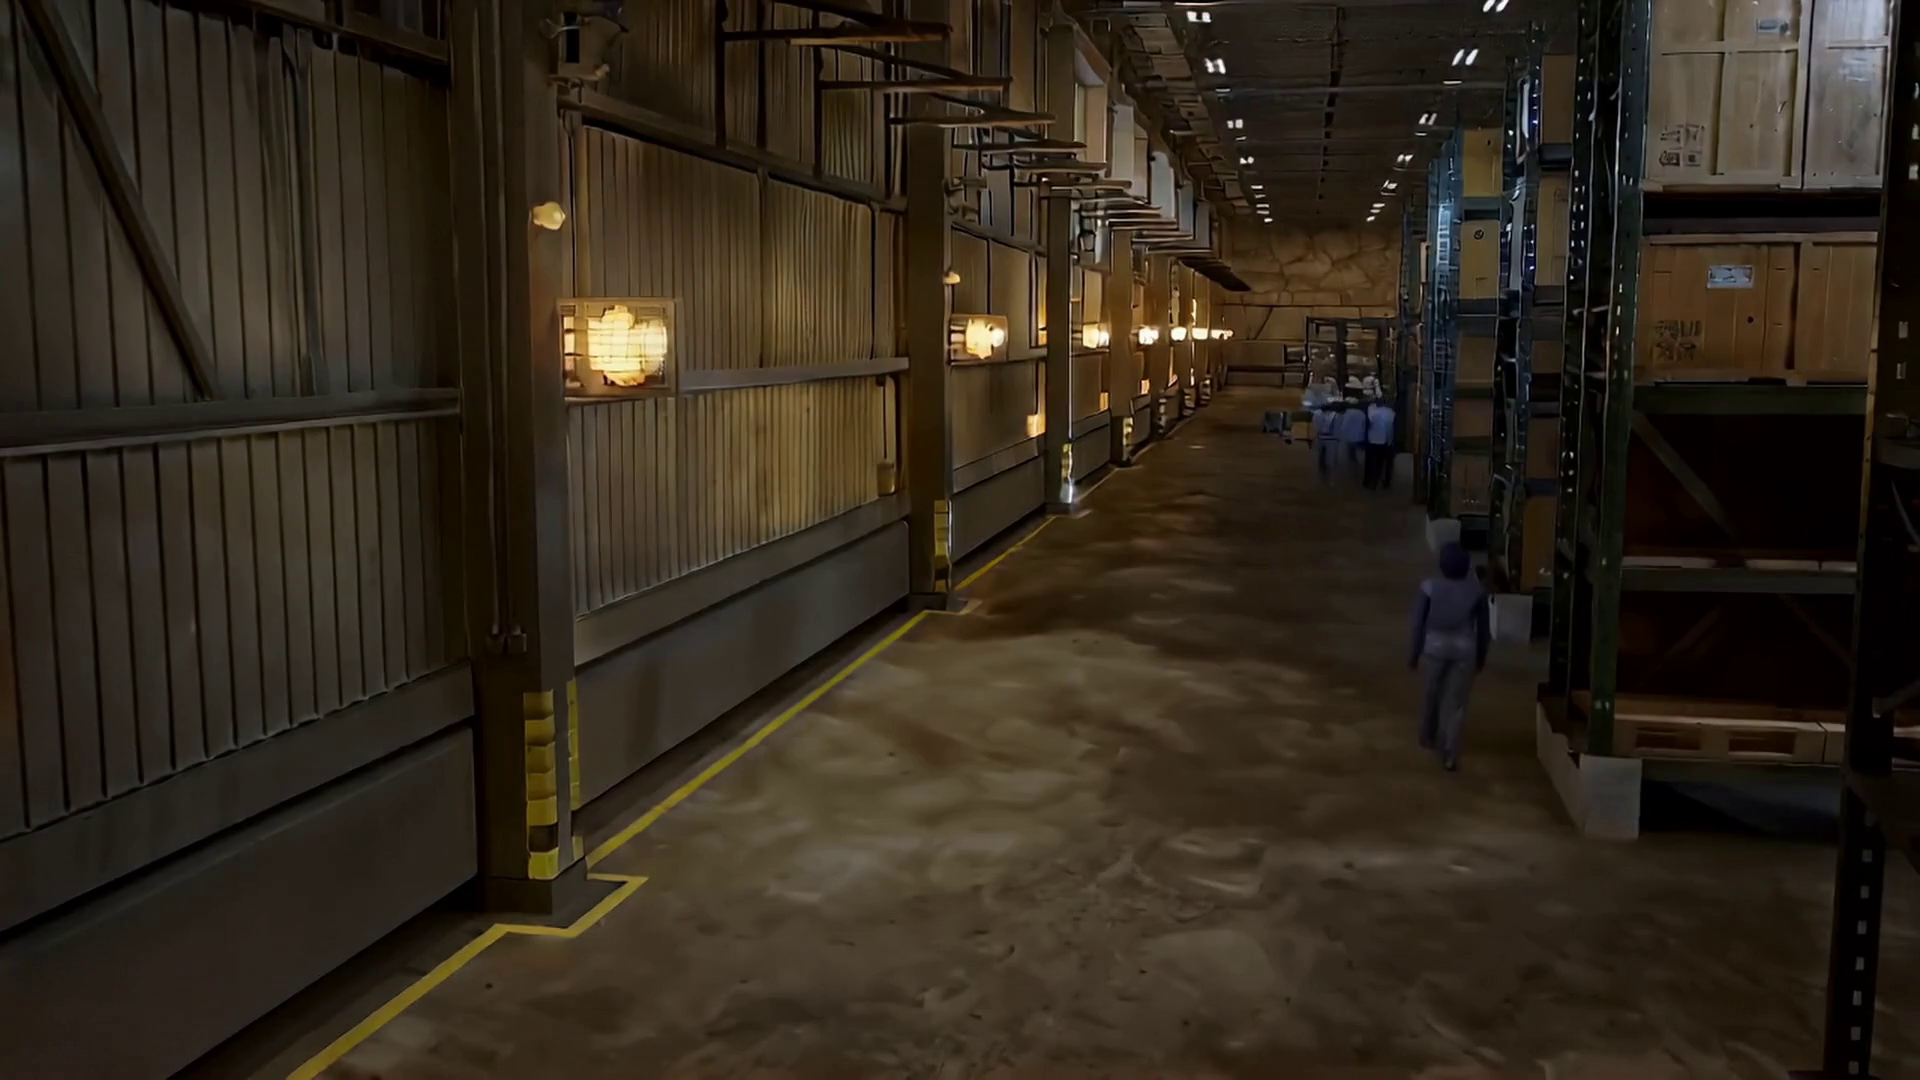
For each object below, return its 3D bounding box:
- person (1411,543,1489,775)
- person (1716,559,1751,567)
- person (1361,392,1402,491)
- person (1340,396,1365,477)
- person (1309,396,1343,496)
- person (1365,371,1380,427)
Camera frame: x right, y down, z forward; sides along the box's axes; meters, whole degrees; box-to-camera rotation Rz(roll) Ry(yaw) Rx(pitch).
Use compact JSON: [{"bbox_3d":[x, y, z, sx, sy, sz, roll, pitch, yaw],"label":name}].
[{"bbox_3d":[3.491,0.818,11.877,0.547,1.595,0.823,1,7,11],"label":"person"},{"bbox_3d":[6.576,0.455,14.321,0.670,1.719,0.497,7,10,43],"label":"person"},{"bbox_3d":[8.251,-1.907,32.423,0.769,1.938,0.698,-3,8,-19],"label":"person"},{"bbox_3d":[8.377,-2.195,35.496,0.575,1.734,0.593,0,7,3],"label":"person"},{"bbox_3d":[7.006,-1.817,31.882,0.620,1.900,1.013,1,7,10],"label":"person"},{"bbox_3d":[13.562,-4.642,54.705,0.587,1.835,0.404,-7,10,-44],"label":"person"}]
